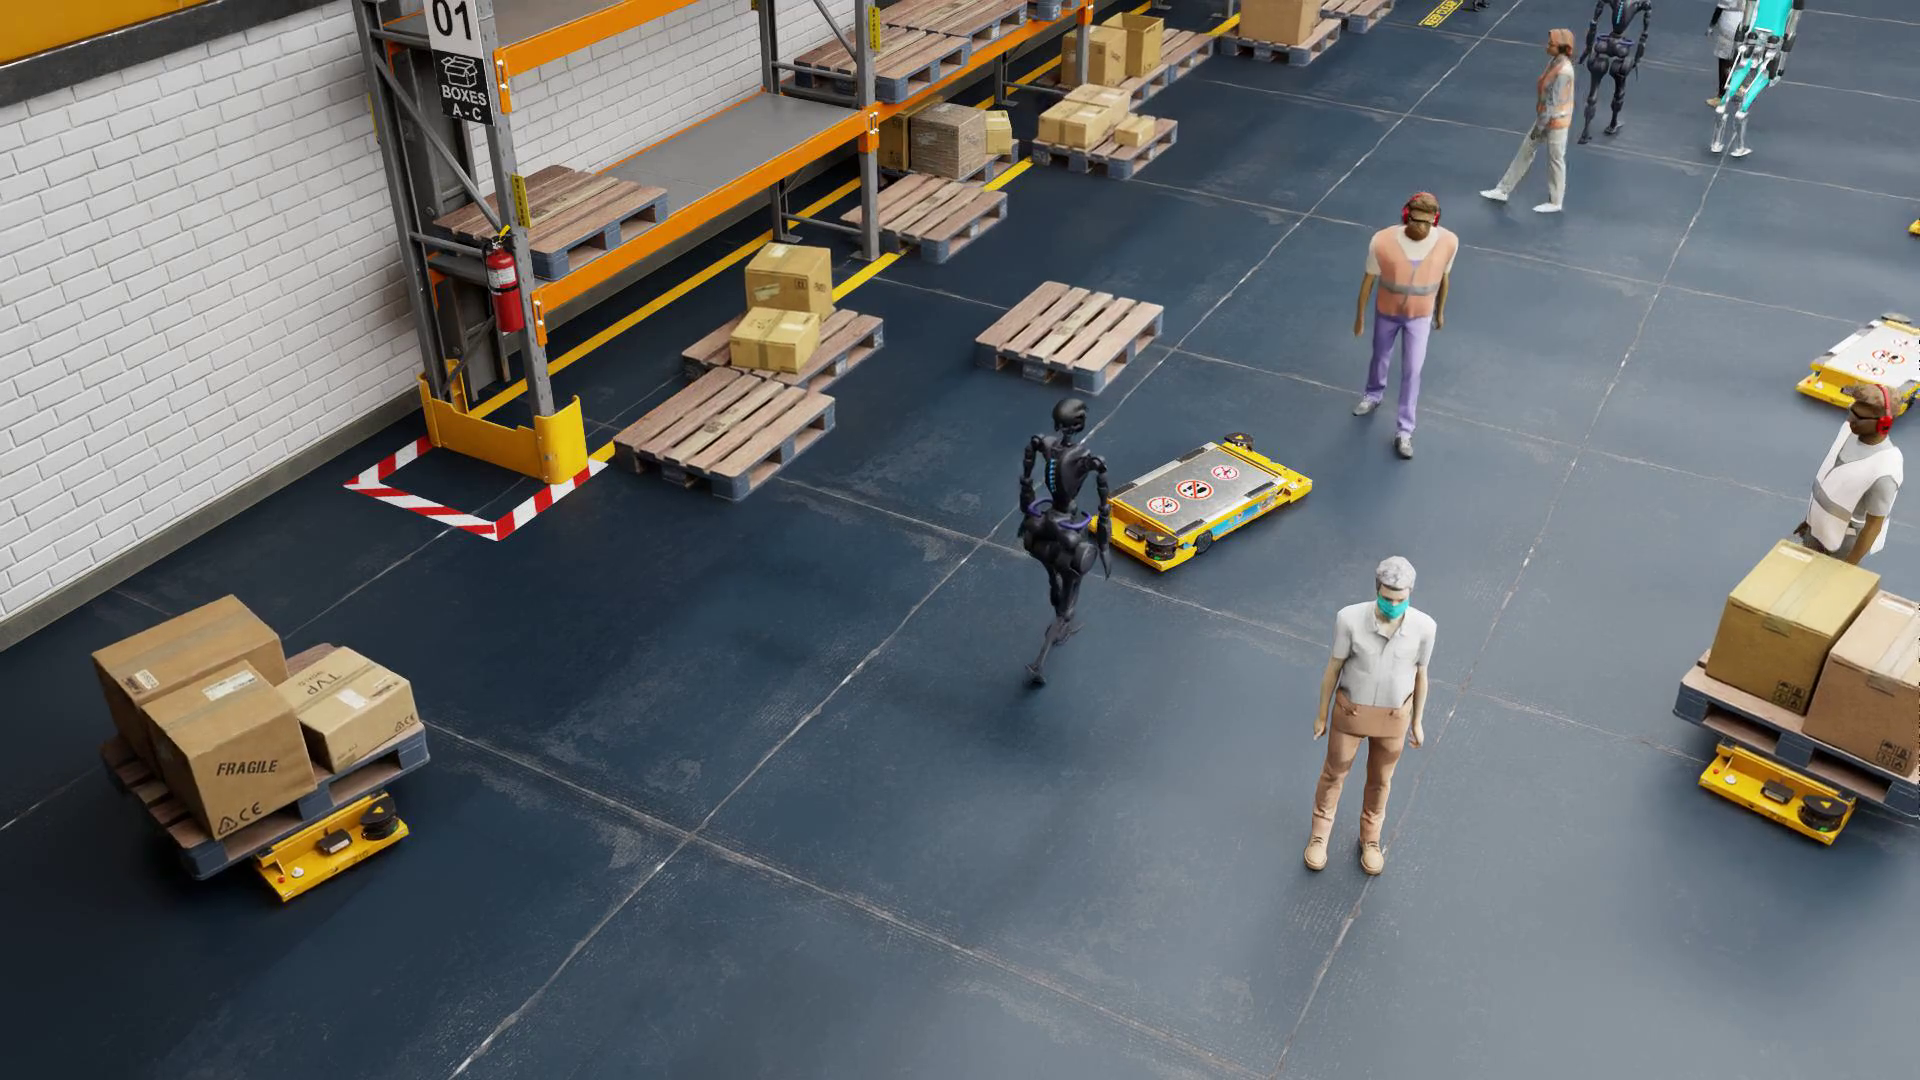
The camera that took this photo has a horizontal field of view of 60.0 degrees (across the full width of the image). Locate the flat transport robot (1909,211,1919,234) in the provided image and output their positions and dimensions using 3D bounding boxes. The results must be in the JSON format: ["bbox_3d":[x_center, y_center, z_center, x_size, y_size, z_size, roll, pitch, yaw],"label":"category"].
[{"bbox_3d":[8.875,-2.859,14.474,0.659,0.231,1.431,29,43,36],"label":"flat transport robot"}]

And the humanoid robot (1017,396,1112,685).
[{"bbox_3d":[0.493,-0.016,8.920,0.603,1.635,0.698,22,39,30],"label":"humanoid robot"}]

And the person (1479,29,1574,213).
[{"bbox_3d":[4.995,-3.614,14.395,0.750,1.606,0.518,2,34,3],"label":"person"}]

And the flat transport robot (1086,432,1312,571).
[{"bbox_3d":[1.528,-0.259,10.540,1.431,0.231,0.659,-26,41,-34],"label":"flat transport robot"}]

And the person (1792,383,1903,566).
[{"bbox_3d":[4.590,0.006,8.713,0.390,1.842,0.565,1,33,2],"label":"person"}]

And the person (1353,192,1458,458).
[{"bbox_3d":[2.927,-1.501,11.058,0.589,1.779,0.829,5,34,7],"label":"person"}]

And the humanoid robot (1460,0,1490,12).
[{"bbox_3d":[6.188,-7.115,19.623,0.599,1.657,0.315,-29,43,-36],"label":"humanoid robot"}]

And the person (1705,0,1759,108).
[{"bbox_3d":[7.750,-5.128,16.636,0.547,1.673,0.373,-14,36,-20],"label":"person"}]

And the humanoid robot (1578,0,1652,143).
[{"bbox_3d":[6.268,-4.678,15.968,0.599,1.636,0.694,21,39,29],"label":"humanoid robot"}]

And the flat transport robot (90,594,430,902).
[{"bbox_3d":[-3.416,1.224,8.296,1.431,0.231,0.659,29,43,36],"label":"flat transport robot"}]

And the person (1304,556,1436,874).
[{"bbox_3d":[1.874,0.802,7.595,0.493,1.743,0.305,4,34,7],"label":"person"}]

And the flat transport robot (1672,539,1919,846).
[{"bbox_3d":[4.452,1.013,8.616,0.659,0.231,1.431,27,42,35],"label":"flat transport robot"}]

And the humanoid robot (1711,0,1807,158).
[{"bbox_3d":[7.301,-4.387,15.373,0.530,1.693,0.733,28,43,35],"label":"humanoid robot"}]

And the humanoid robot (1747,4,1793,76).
[{"bbox_3d":[8.483,-5.608,17.341,0.588,1.749,1.073,18,38,25],"label":"humanoid robot"}]

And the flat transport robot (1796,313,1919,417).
[{"bbox_3d":[6.722,-1.258,12.052,1.431,0.231,0.659,-26,42,-34],"label":"flat transport robot"}]
